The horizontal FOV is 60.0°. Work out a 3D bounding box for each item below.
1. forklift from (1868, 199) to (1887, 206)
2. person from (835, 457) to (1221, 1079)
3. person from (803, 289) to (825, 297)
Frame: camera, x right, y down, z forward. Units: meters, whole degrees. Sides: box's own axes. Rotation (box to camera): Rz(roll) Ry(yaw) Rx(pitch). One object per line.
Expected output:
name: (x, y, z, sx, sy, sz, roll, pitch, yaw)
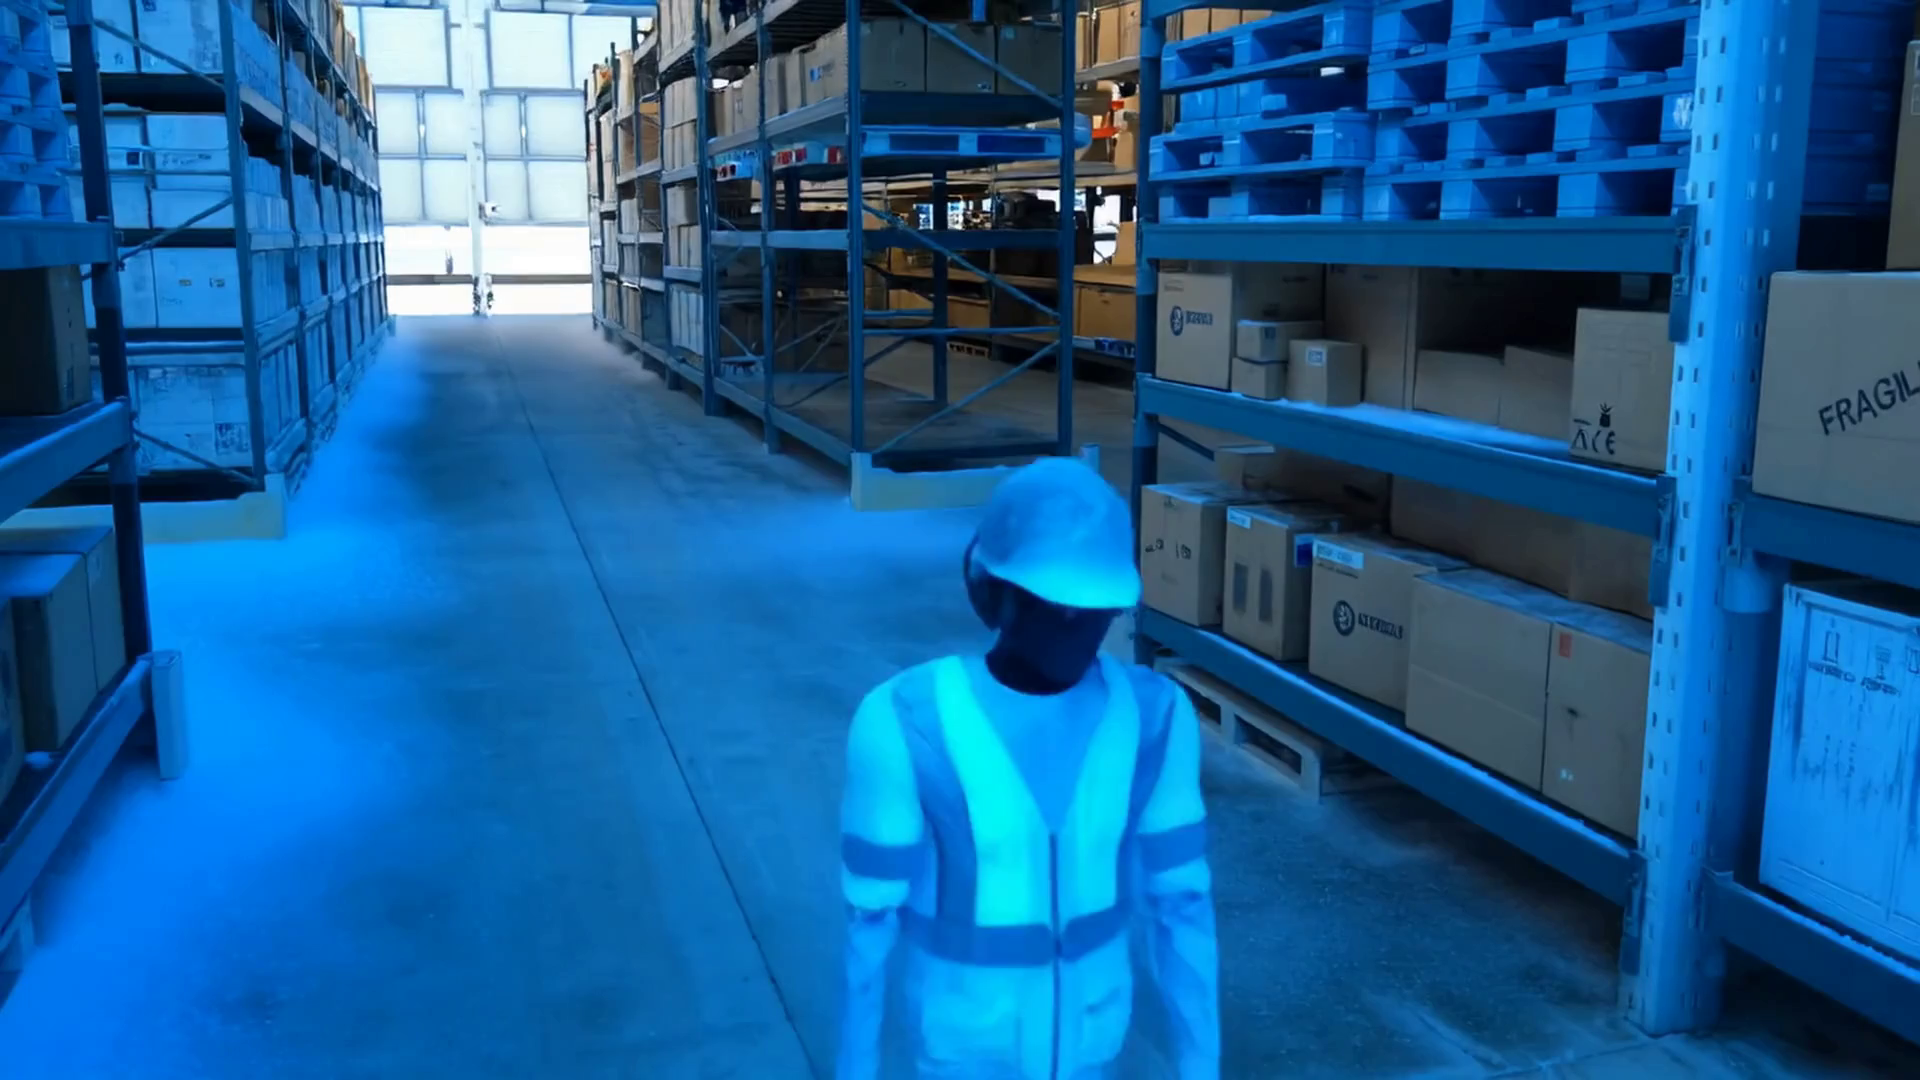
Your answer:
forklift: (11.338, -2.915, 21.052, 1.129, 2.768, 1.873, -3, 11, -17)
person: (0.159, 0.868, 2.735, 0.629, 1.993, 0.972, -4, 11, -21)
person: (-2.929, -4.679, 33.566, 0.429, 1.845, 0.627, 6, 12, 31)
